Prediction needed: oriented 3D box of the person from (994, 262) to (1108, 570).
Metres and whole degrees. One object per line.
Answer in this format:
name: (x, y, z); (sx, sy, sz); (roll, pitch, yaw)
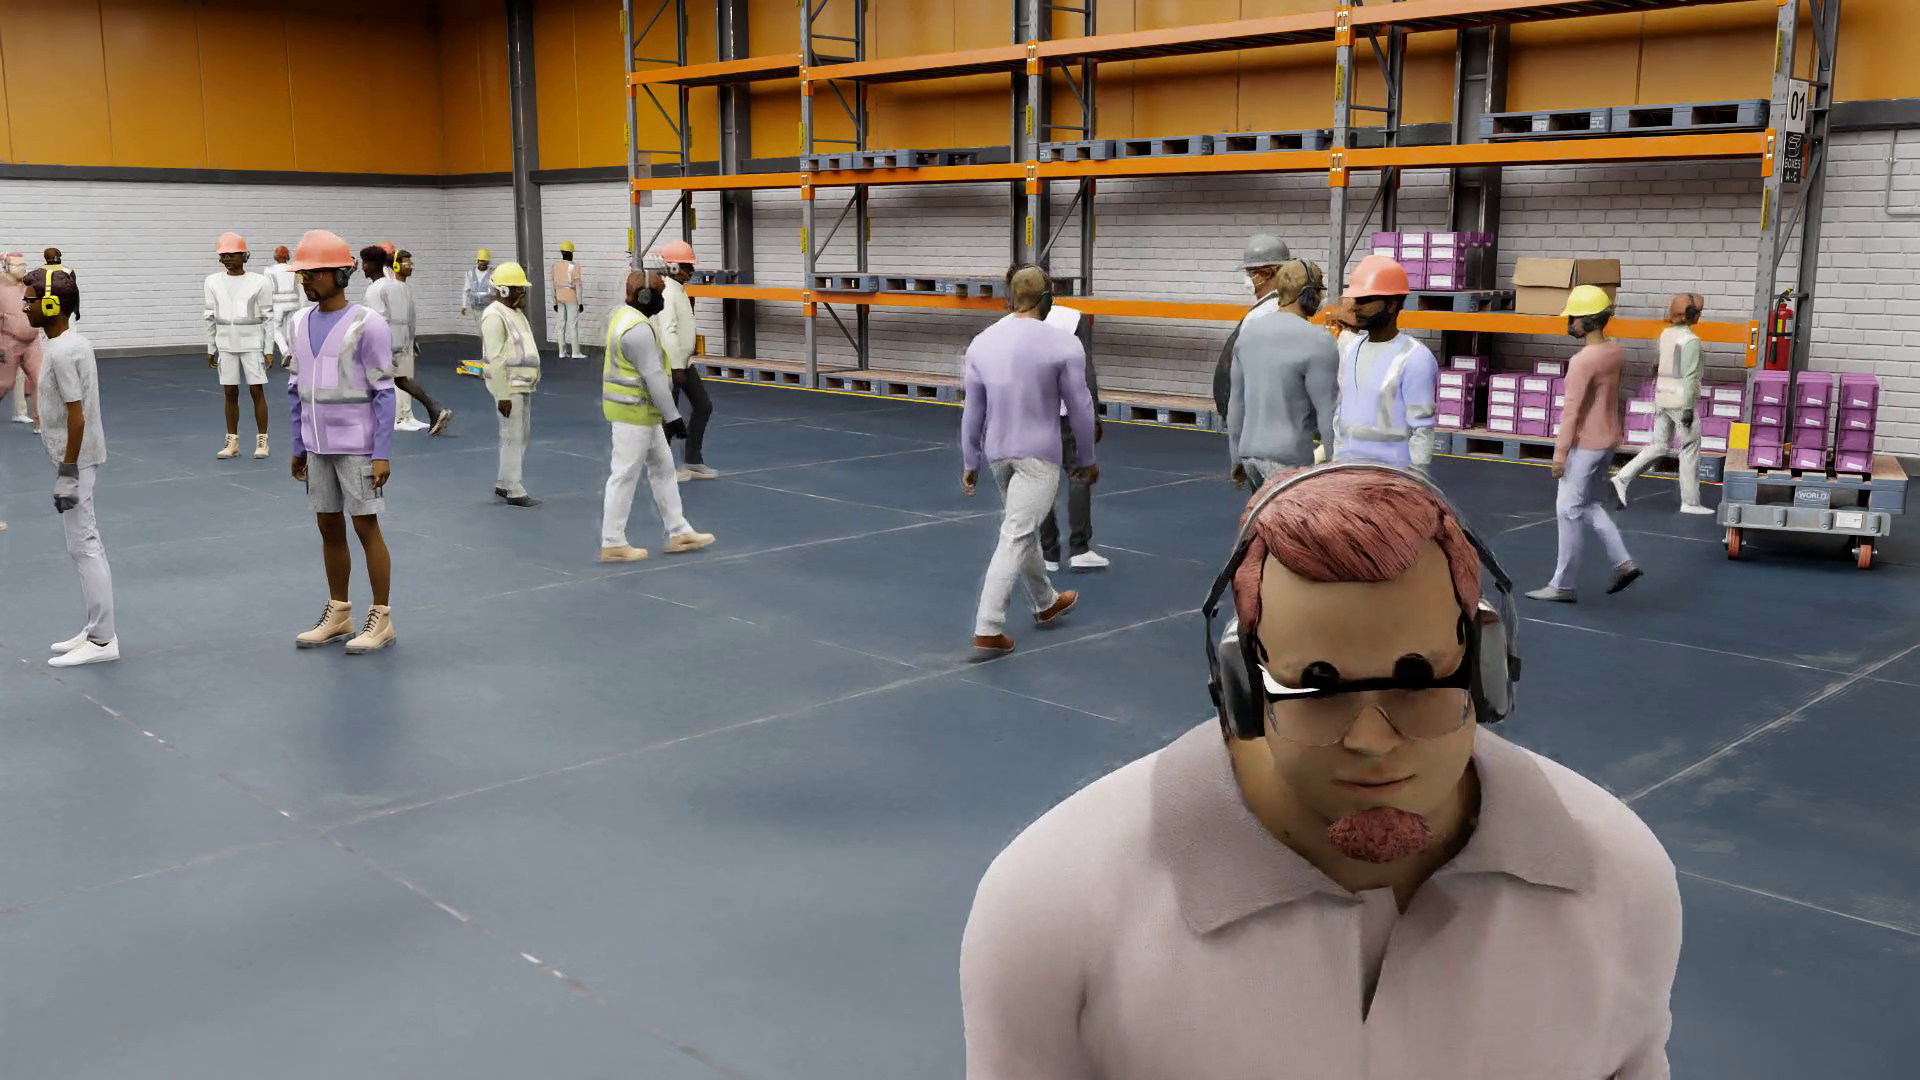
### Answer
person: (0.520, -0.737, 10.061); (0.706, 1.858, 0.359); (3, 11, 18)

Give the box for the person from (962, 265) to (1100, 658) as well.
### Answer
person: (0.338, -0.401, 8.189); (0.629, 1.881, 1.062); (8, 13, 36)

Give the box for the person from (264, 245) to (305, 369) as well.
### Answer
person: (-10.166, -3.496, 25.059); (0.597, 1.872, 0.451); (-8, 13, -38)

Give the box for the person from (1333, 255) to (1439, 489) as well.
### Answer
person: (1.791, -0.254, 7.208); (0.374, 1.939, 0.545); (-5, 12, -26)

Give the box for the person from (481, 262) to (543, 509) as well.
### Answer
person: (-3.322, -1.145, 12.379); (0.404, 1.836, 0.594); (0, 10, 2)

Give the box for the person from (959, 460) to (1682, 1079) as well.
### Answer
person: (0.336, 0.849, 1.457); (0.708, 1.843, 1.031); (0, 10, -1)

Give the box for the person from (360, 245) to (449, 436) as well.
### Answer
person: (-5.632, -1.960, 16.535); (0.916, 1.937, 0.593); (2, 11, 9)

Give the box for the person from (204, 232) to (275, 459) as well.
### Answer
person: (-6.520, -1.747, 15.060); (0.605, 2.045, 0.378); (-1, 10, -4)

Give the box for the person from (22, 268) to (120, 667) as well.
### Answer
person: (-4.220, -0.336, 7.871); (0.322, 1.861, 0.530); (-5, 11, -24)

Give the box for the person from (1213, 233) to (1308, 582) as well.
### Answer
person: (1.747, -0.768, 9.732); (0.537, 2.000, 0.678); (4, 11, 19)

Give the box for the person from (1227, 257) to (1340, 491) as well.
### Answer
person: (1.556, -0.366, 7.881); (0.592, 1.921, 0.635); (-5, 11, -23)

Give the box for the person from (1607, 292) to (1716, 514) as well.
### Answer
person: (5.146, -0.984, 12.069); (0.687, 1.620, 0.523); (-1, 10, -4)

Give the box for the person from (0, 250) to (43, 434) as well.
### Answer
person: (-9.616, -1.991, 16.862); (0.845, 1.878, 0.642); (4, 11, 19)

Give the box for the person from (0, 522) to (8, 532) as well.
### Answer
person: (-7.052, -0.947, 11.247); (0.926, 1.852, 0.585); (-1, 10, -7)

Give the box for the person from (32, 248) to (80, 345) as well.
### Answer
person: (-13.364, -3.399, 24.637); (0.622, 1.840, 0.430); (-3, 11, -14)

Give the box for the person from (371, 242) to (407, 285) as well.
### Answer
person: (-8.653, -3.571, 25.352); (0.567, 1.911, 0.817); (-7, 13, -34)

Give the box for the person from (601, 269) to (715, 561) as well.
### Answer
person: (-1.881, -0.767, 10.365); (0.856, 1.803, 0.616); (-3, 11, -14)

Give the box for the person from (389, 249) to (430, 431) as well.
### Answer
person: (-5.772, -2.074, 17.311); (0.328, 1.875, 0.513); (0, 10, 2)

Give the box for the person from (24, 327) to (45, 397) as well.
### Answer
person: (-11.924, -2.687, 21.068); (0.549, 1.710, 0.925); (-8, 13, -36)

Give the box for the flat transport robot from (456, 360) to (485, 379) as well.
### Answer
flat transport robot: (-6.628, -2.446, 23.713); (0.652, 0.197, 1.431); (-7, 13, -34)

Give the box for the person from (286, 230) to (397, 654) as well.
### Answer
person: (-3.020, -0.464, 8.064); (0.614, 2.042, 0.373); (5, 11, 24)

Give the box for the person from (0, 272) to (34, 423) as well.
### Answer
person: (-10.280, -2.065, 17.911); (0.436, 1.626, 0.530); (4, 11, 23)

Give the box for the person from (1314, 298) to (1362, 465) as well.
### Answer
person: (2.836, -1.015, 12.291); (0.821, 1.599, 0.506); (1, 10, 7)

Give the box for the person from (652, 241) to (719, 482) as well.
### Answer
person: (-2.235, -1.438, 13.555); (0.666, 1.967, 0.635); (1, 10, 8)

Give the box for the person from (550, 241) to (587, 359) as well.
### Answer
person: (-6.441, -3.939, 27.330); (0.587, 1.928, 0.382); (5, 11, 24)

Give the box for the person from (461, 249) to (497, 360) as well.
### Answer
person: (-7.661, -3.742, 26.600); (0.604, 1.793, 0.803); (1, 10, 6)

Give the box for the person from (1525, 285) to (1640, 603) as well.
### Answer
person: (3.438, -0.510, 9.090); (0.568, 1.760, 0.459); (-10, 14, -44)
